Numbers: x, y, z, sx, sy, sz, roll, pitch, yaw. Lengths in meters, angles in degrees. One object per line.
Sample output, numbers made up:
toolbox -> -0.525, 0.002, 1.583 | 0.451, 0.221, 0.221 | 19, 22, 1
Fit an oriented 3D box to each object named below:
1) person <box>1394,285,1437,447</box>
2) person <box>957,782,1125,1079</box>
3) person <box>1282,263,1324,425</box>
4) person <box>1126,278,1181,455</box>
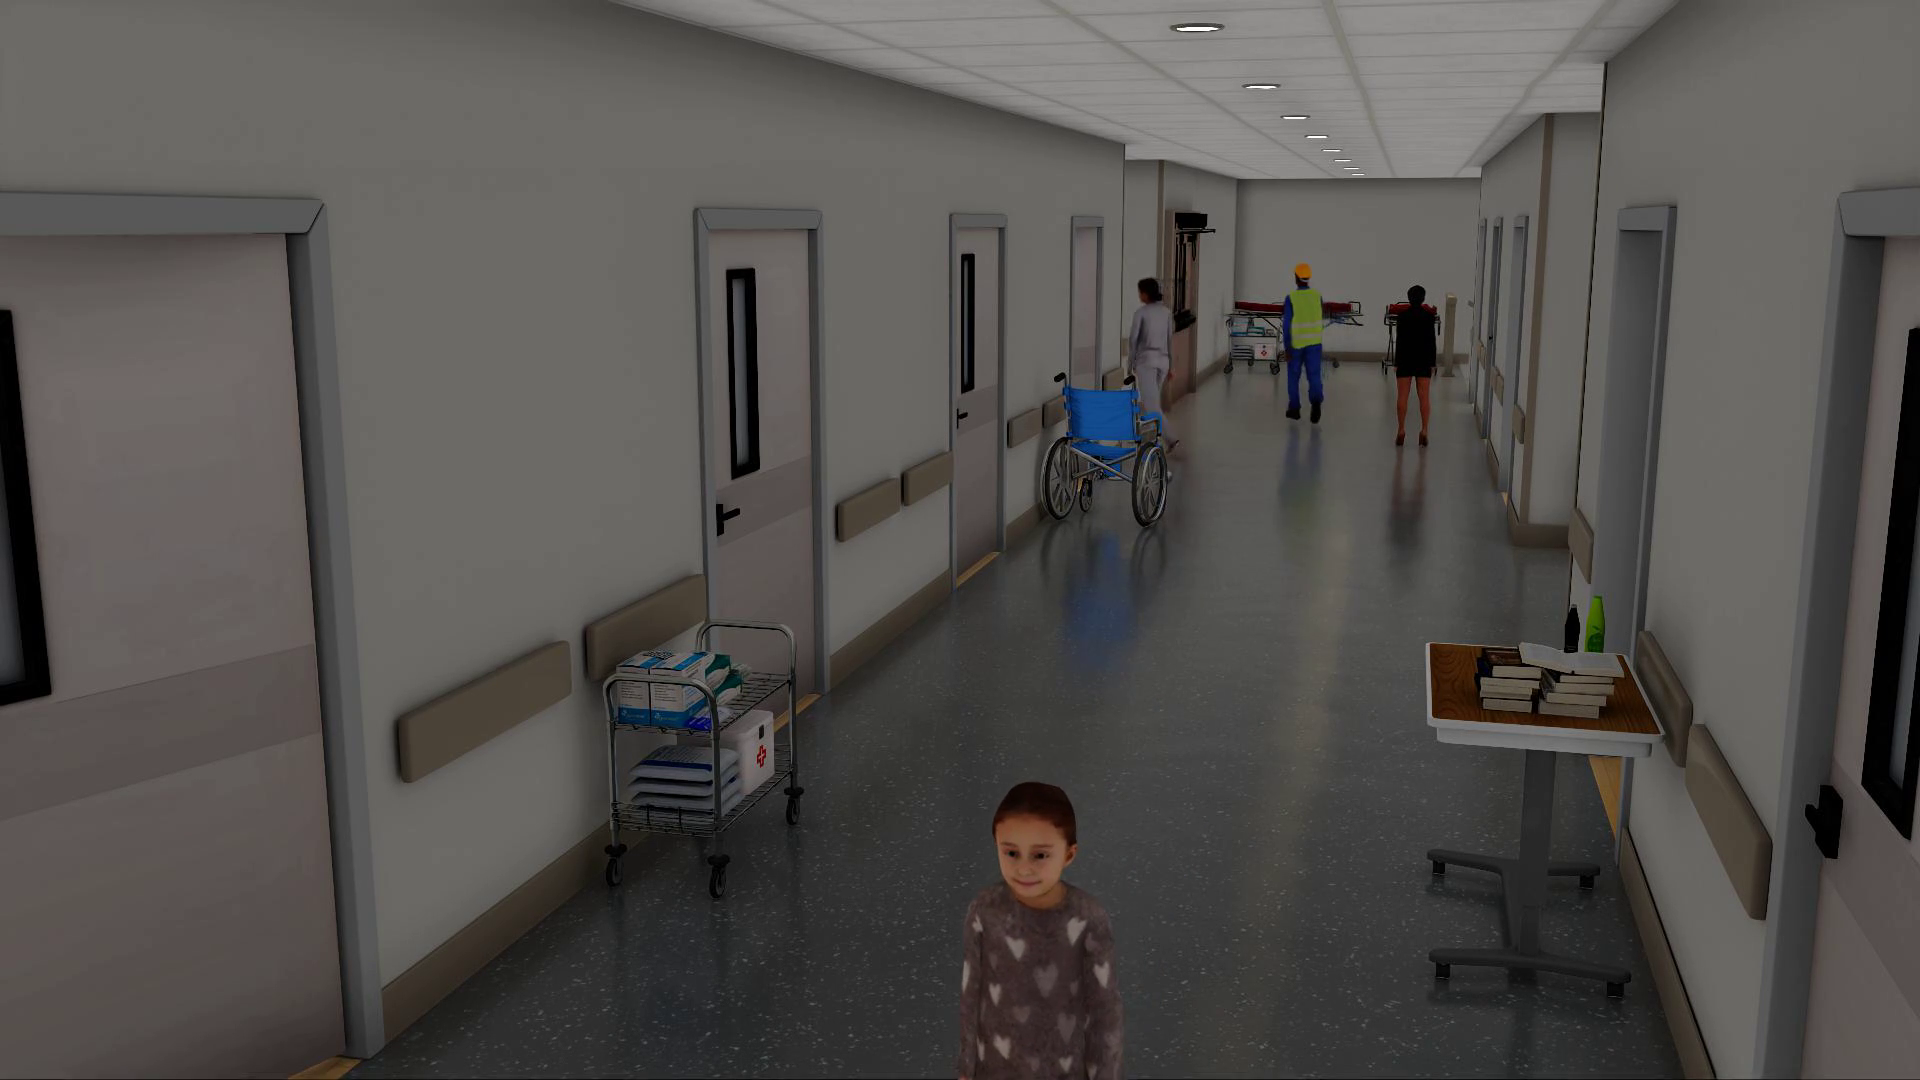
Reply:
person -> 4.649, -1.781, 17.008 | 0.563, 1.639, 0.611 | 3, 11, 13
person -> 0.177, 1.051, 3.350 | 0.516, 1.168, 0.796 | 2, 11, 12
person -> 3.936, -2.211, 18.879 | 0.890, 1.787, 1.208 | -1, 11, -4
person -> 1.926, -1.681, 16.308 | 1.134, 1.704, 1.180 | -6, 12, -30
